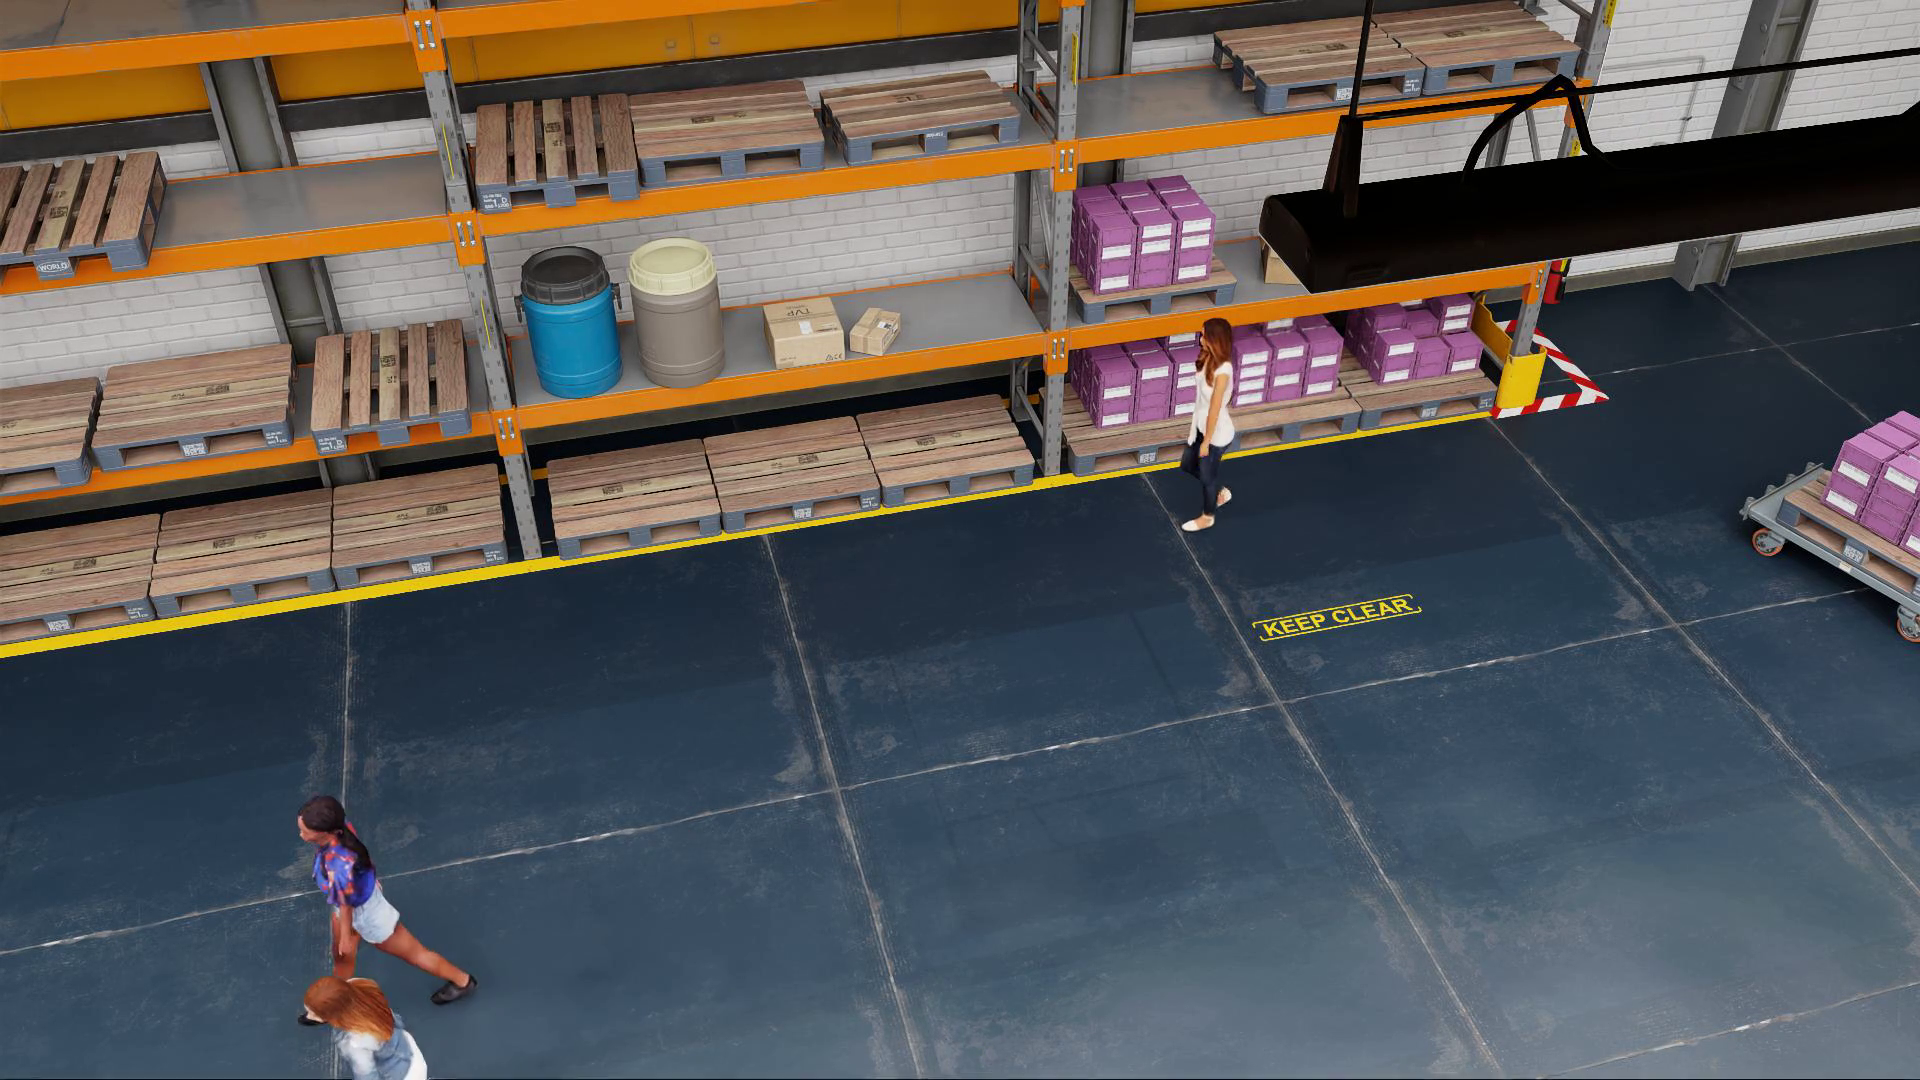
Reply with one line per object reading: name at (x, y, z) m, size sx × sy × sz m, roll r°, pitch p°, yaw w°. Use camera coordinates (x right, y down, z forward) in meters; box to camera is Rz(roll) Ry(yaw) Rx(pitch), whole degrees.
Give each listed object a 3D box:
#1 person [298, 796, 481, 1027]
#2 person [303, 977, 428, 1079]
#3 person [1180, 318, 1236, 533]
person at (-2.995, 1.932, 8.629) m, size 1.197 × 1.694 × 0.703 m, roll -13°, pitch 40°, yaw -16°
person at (-2.633, 2.495, 7.964) m, size 0.962 × 1.645 × 0.764 m, roll -15°, pitch 41°, yaw -18°
person at (1.898, -0.814, 12.007) m, size 0.629 × 1.771 × 0.607 m, roll -10°, pitch 40°, yaw -12°
